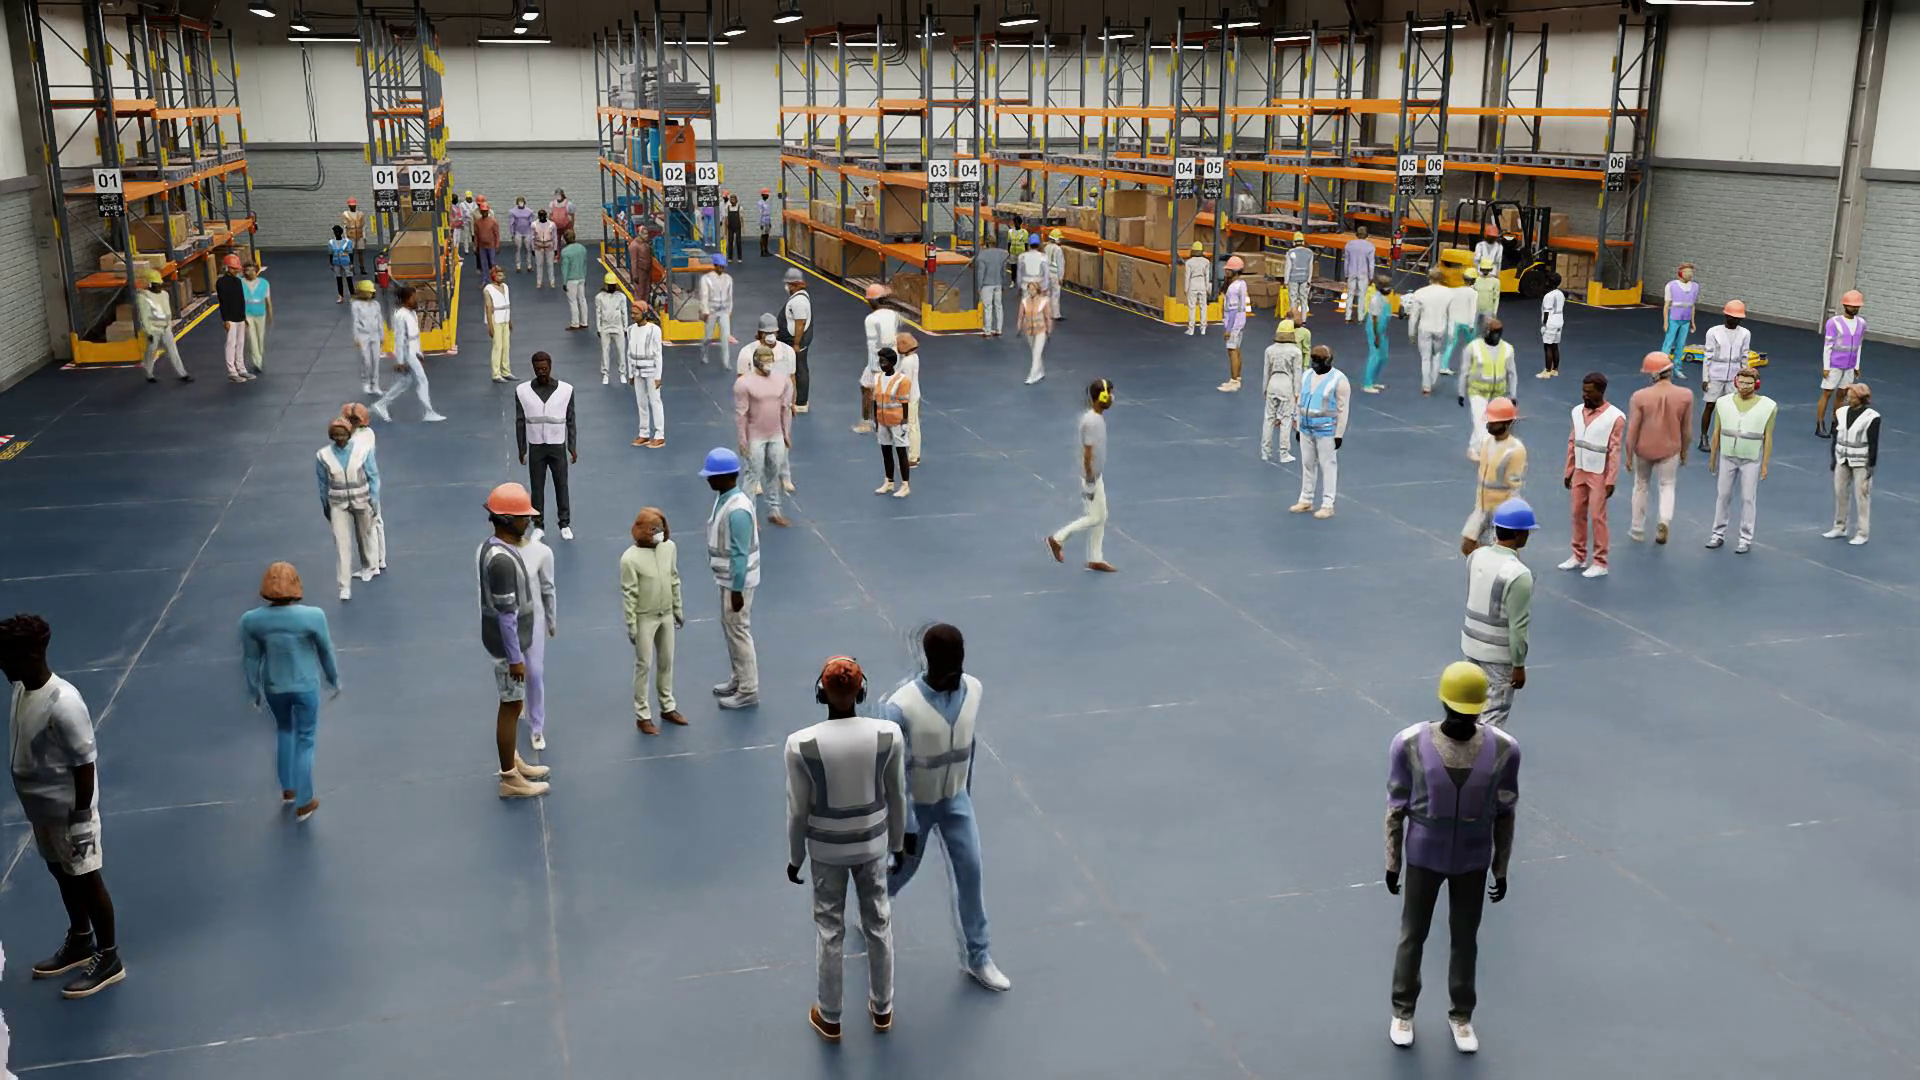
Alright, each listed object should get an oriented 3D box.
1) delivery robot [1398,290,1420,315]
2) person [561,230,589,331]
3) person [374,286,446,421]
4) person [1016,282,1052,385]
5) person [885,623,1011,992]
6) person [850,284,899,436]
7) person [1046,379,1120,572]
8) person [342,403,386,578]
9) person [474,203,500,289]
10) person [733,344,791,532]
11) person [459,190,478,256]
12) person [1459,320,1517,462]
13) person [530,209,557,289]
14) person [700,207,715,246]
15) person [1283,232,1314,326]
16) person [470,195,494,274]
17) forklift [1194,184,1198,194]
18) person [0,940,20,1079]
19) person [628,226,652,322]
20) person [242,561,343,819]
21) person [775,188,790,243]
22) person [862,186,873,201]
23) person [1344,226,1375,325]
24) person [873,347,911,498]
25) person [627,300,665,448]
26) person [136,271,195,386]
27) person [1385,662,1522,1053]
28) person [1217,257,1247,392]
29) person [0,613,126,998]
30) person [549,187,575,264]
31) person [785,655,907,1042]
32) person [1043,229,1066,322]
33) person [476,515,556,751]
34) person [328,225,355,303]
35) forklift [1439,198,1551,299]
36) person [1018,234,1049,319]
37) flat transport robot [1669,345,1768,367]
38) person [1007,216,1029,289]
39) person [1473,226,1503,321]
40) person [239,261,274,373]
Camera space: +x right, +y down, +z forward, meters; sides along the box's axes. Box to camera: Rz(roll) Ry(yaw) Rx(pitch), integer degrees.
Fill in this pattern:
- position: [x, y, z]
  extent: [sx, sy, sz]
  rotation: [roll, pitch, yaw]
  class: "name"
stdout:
- position: [9.127, -4.818, 33.734]
  extent: [0.477, 0.478, 0.707]
  rotation: [1, 15, 3]
  class: "delivery robot"
- position: [-7.373, -4.956, 31.809]
  extent: [0.378, 1.929, 0.635]
  rotation: [9, 17, 29]
  class: "person"
- position: [-7.630, -2.548, 22.825]
  extent: [0.904, 1.885, 0.600]
  rotation: [-2, 15, -8]
  class: "person"
- position: [1.160, -3.241, 25.997]
  extent: [0.535, 1.588, 0.875]
  rotation: [8, 17, 29]
  class: "person"
- position: [-0.170, 1.287, 8.446]
  extent: [0.596, 1.870, 1.009]
  rotation: [-12, 19, -38]
  class: "person"
- position: [-1.113, -2.351, 21.844]
  extent: [0.868, 2.008, 0.615]
  rotation: [14, 20, 42]
  class: "person"
- position: [1.183, -0.598, 15.580]
  extent: [0.614, 1.842, 0.527]
  rotation: [5, 16, 18]
  class: "person"
- position: [-5.550, -0.471, 15.479]
  extent: [0.307, 1.641, 0.513]
  rotation: [-1, 15, -3]
  class: "person"
- position: [-11.057, -6.871, 38.872]
  extent: [0.622, 1.996, 0.369]
  rotation: [2, 15, 8]
  class: "person"
- position: [-2.020, -1.053, 17.098]
  extent: [0.635, 1.936, 0.355]
  rotation: [-12, 19, -38]
  class: "person"
- position: [-13.848, -8.955, 47.030]
  extent: [0.588, 1.834, 0.403]
  rotation: [-11, 18, -36]
  class: "person"
- position: [6.379, -1.761, 20.060]
  extent: [0.639, 1.787, 0.981]
  rotation: [-2, 15, -7]
  class: "person"
- position: [-9.732, -6.808, 38.939]
  extent: [0.626, 1.844, 0.429]
  rotation: [-3, 15, -13]
  class: "person"
- position: [-7.539, -9.813, 50.079]
  extent: [0.586, 1.928, 0.364]
  rotation: [5, 16, 17]
  class: "person"
- position: [6.587, -5.080, 32.472]
  extent: [0.588, 1.822, 0.403]
  rotation: [-4, 15, -14]
  class: "person"
- position: [-12.085, -7.730, 42.133]
  extent: [0.608, 1.985, 0.395]
  rotation: [-2, 15, -7]
  class: "person"
- position: [7.392, -11.333, 53.972]
  extent: [1.873, 2.768, 1.129]
  rotation: [-4, 15, -15]
  class: "forklift"
- position: [-3.544, 1.941, 5.940]
  extent: [0.635, 1.881, 0.845]
  rotation: [3, 15, 12]
  class: "person"
- position: [-6.320, -5.291, 33.139]
  extent: [0.401, 1.896, 0.650]
  rotation: [5, 16, 18]
  class: "person"
- position: [-4.122, 0.912, 10.319]
  extent: [0.505, 1.615, 0.499]
  rotation: [0, 15, -2]
  class: "person"
- position: [-5.084, -9.220, 47.897]
  extent: [0.434, 1.898, 0.587]
  rotation: [-2, 15, -6]
  class: "person"
- position: [-2.715, -9.538, 49.191]
  extent: [0.502, 1.859, 0.338]
  rotation: [12, 19, 38]
  class: "person"
- position: [7.860, -5.217, 32.793]
  extent: [0.623, 1.932, 0.367]
  rotation: [9, 17, 31]
  class: "person"
- position: [-0.766, -1.317, 18.577]
  extent: [0.538, 1.687, 0.320]
  rotation: [12, 19, 38]
  class: "person"
- position: [-4.013, -2.113, 21.209]
  extent: [0.576, 1.879, 0.356]
  rotation: [10, 18, 33]
  class: "person"
- position: [-12.367, -3.261, 25.707]
  extent: [0.943, 1.777, 0.619]
  rotation: [6, 16, 22]
  class: "person"
- position: [2.259, 1.461, 7.678]
  extent: [0.584, 1.918, 0.404]
  rotation: [2, 15, 7]
  class: "person"
- position: [4.129, -3.261, 25.205]
  extent: [0.374, 2.043, 0.612]
  rotation: [6, 16, 22]
  class: "person"
- position: [-4.458, 1.295, 8.209]
  extent: [0.612, 1.962, 0.363]
  rotation: [12, 19, 39]
  class: "person"
- position: [-10.706, -8.440, 44.698]
  extent: [0.682, 2.000, 0.536]
  rotation: [1, 15, 3]
  class: "person"
- position: [-0.530, 1.446, 7.799]
  extent: [0.573, 1.883, 0.353]
  rotation: [-4, 15, -16]
  class: "person"
- position: [1.891, -5.274, 33.180]
  extent: [0.404, 1.834, 0.592]
  rotation: [-8, 17, -27]
  class: "person"
- position: [-3.047, 0.531, 11.508]
  extent: [0.513, 1.739, 0.692]
  rotation: [-3, 15, -12]
  class: "person"
- position: [-13.441, -5.990, 36.154]
  extent: [0.539, 1.690, 0.320]
  rotation: [0, 15, -1]
  class: "person"
- position: [11.913, -6.508, 37.130]
  extent: [2.313, 2.155, 1.214]
  rotation: [-4, 15, -15]
  class: "forklift"
- position: [1.367, -4.691, 30.801]
  extent: [0.614, 1.919, 0.732]
  rotation: [3, 15, 10]
  class: "person"
- position: [12.773, -3.115, 28.050]
  extent: [0.652, 0.197, 1.431]
  rotation: [-12, 19, -38]
  class: "flat transport robot"
- position: [1.347, -6.714, 38.875]
  extent: [0.535, 1.691, 0.319]
  rotation: [7, 16, 25]
  class: "person"
- position: [10.625, -5.400, 33.557]
  extent: [0.554, 1.904, 0.948]
  rotation: [4, 15, 16]
  class: "person"
- position: [-11.601, -3.691, 27.294]
  extent: [0.576, 1.808, 0.899]
  rotation: [-9, 17, -31]
  class: "person"
